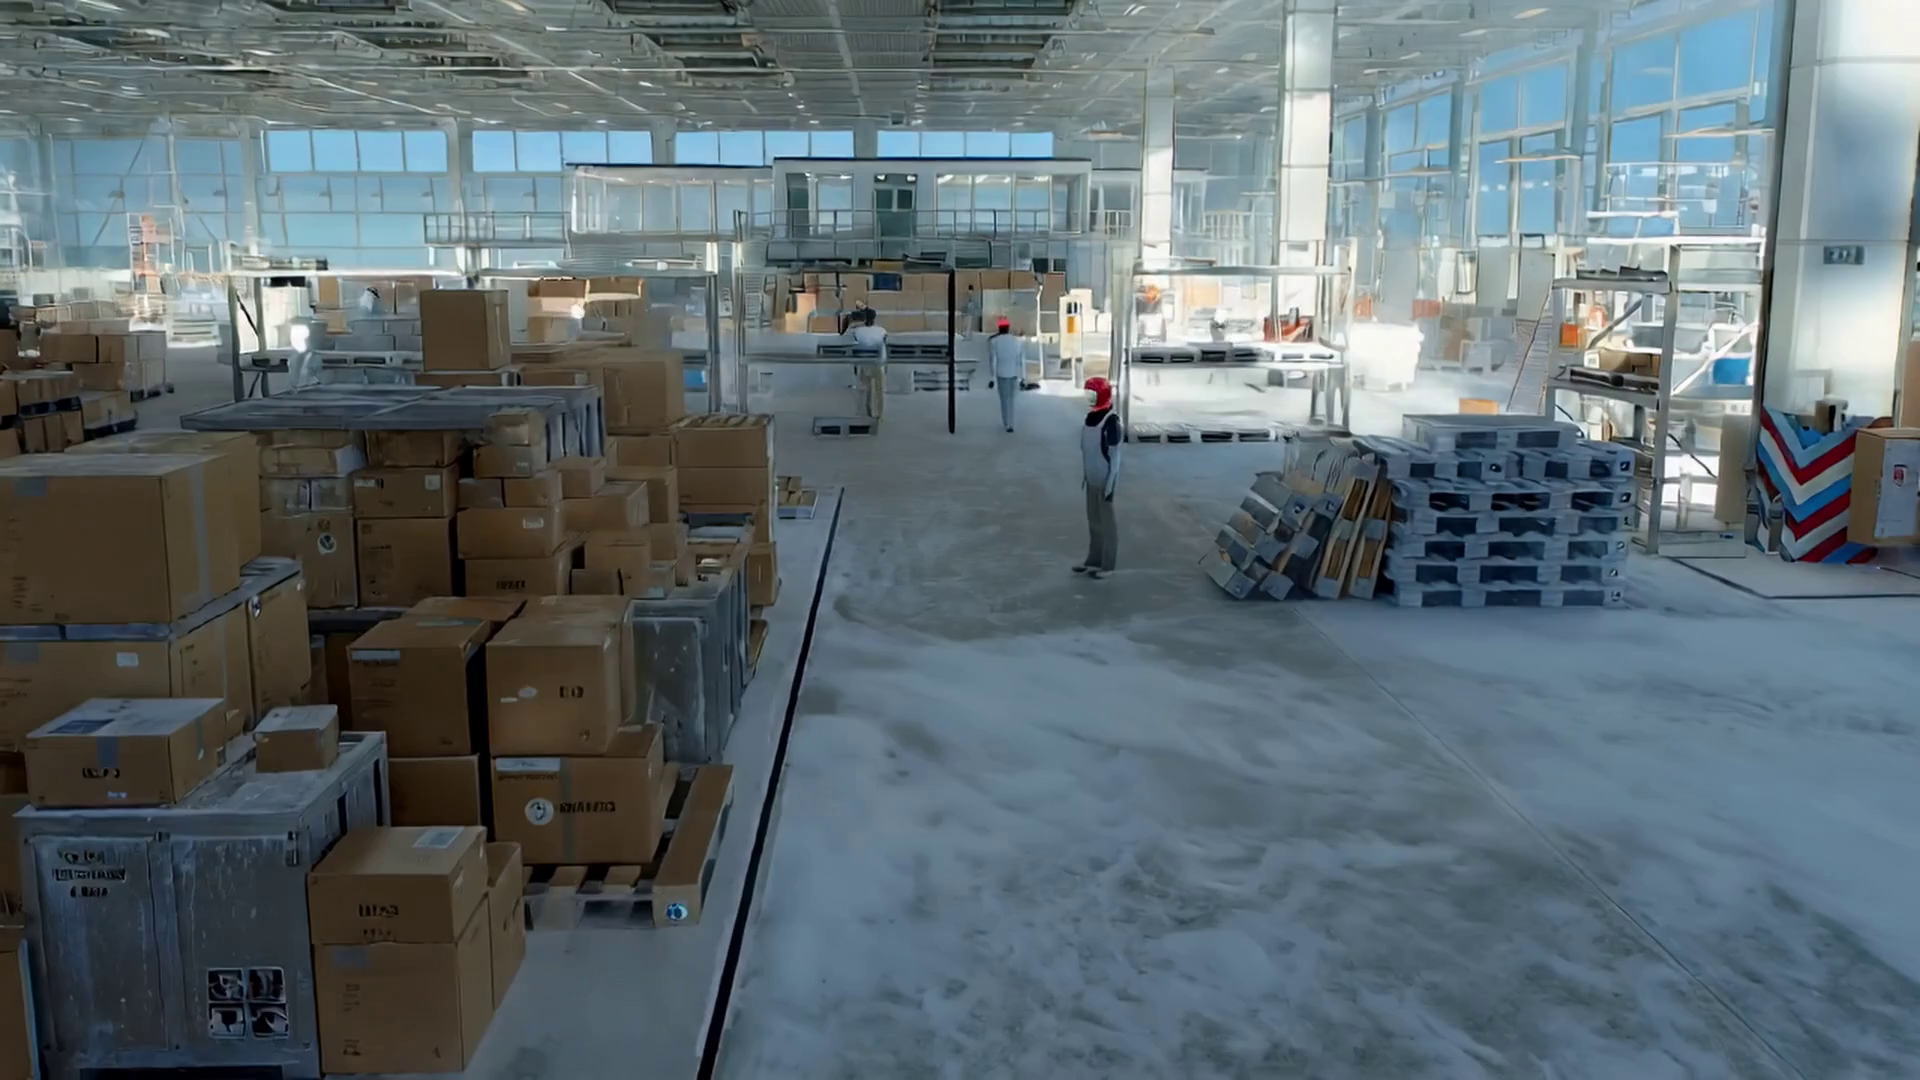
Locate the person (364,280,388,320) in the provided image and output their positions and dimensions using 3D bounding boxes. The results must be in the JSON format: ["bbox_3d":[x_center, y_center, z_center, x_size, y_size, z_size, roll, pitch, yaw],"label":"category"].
[{"bbox_3d":[-15.216,-5.770,43.462,0.535,2.000,0.686,2,10,9],"label":"person"}]

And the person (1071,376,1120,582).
[{"bbox_3d":[1.239,-0.547,14.908,0.346,1.847,0.506,-4,11,-23],"label":"person"}]

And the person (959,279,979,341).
[{"bbox_3d":[0.278,-7.012,50.784,0.616,1.890,0.642,2,10,8],"label":"person"}]

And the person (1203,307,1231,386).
[{"bbox_3d":[5.374,-4.034,34.810,0.560,1.668,0.707,9,14,41],"label":"person"}]

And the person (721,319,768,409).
[{"bbox_3d":[-3.971,-3.238,30.323,0.902,1.685,0.496,-2,10,-9],"label":"person"}]

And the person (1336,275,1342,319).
[{"bbox_3d":[14.771,-9.630,65.118,0.390,1.986,0.609,0,10,0],"label":"person"}]

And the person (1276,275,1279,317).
[{"bbox_3d":[13.009,-9.979,67.465,0.624,1.845,0.430,-1,10,-4],"label":"person"}]

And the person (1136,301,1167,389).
[{"bbox_3d":[3.955,-4.009,34.324,0.653,1.794,0.961,0,10,0],"label":"person"}]

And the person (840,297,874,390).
[{"bbox_3d":[-2.042,-4.047,34.282,0.830,1.890,0.748,-10,14,-43],"label":"person"}]

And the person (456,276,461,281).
[{"bbox_3d":[-18.647,-8.995,61.941,0.612,1.852,0.854,2,10,9],"label":"person"}]

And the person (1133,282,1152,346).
[{"bbox_3d":[5.129,-6.209,46.264,0.647,1.906,0.819,-5,11,-24],"label":"person"}]

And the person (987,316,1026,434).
[{"bbox_3d":[0.737,-2.637,26.527,0.616,1.858,1.012,1,10,5],"label":"person"}]

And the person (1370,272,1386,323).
[{"bbox_3d":[14.995,-8.636,59.688,0.605,1.948,0.385,7,12,32],"label":"person"}]

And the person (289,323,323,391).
[{"bbox_3d":[-8.650,-1.874,21.966,0.607,1.966,0.367,7,12,35],"label":"person"}]

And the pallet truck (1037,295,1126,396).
[{"bbox_3d":[2.483,-3.881,33.060,1.885,1.965,0.823,-7,13,-36],"label":"pallet truck"}]

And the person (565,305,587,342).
[{"bbox_3d":[-7.502,-3.656,32.315,0.574,1.829,0.802,5,11,24],"label":"person"}]

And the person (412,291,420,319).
[{"bbox_3d":[-13.991,-5.616,43.440,0.657,1.735,0.556,4,11,19],"label":"person"}]

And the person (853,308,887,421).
[{"bbox_3d":[-1.516,-2.968,28.194,0.598,1.917,0.375,-2,10,-10],"label":"person"}]
